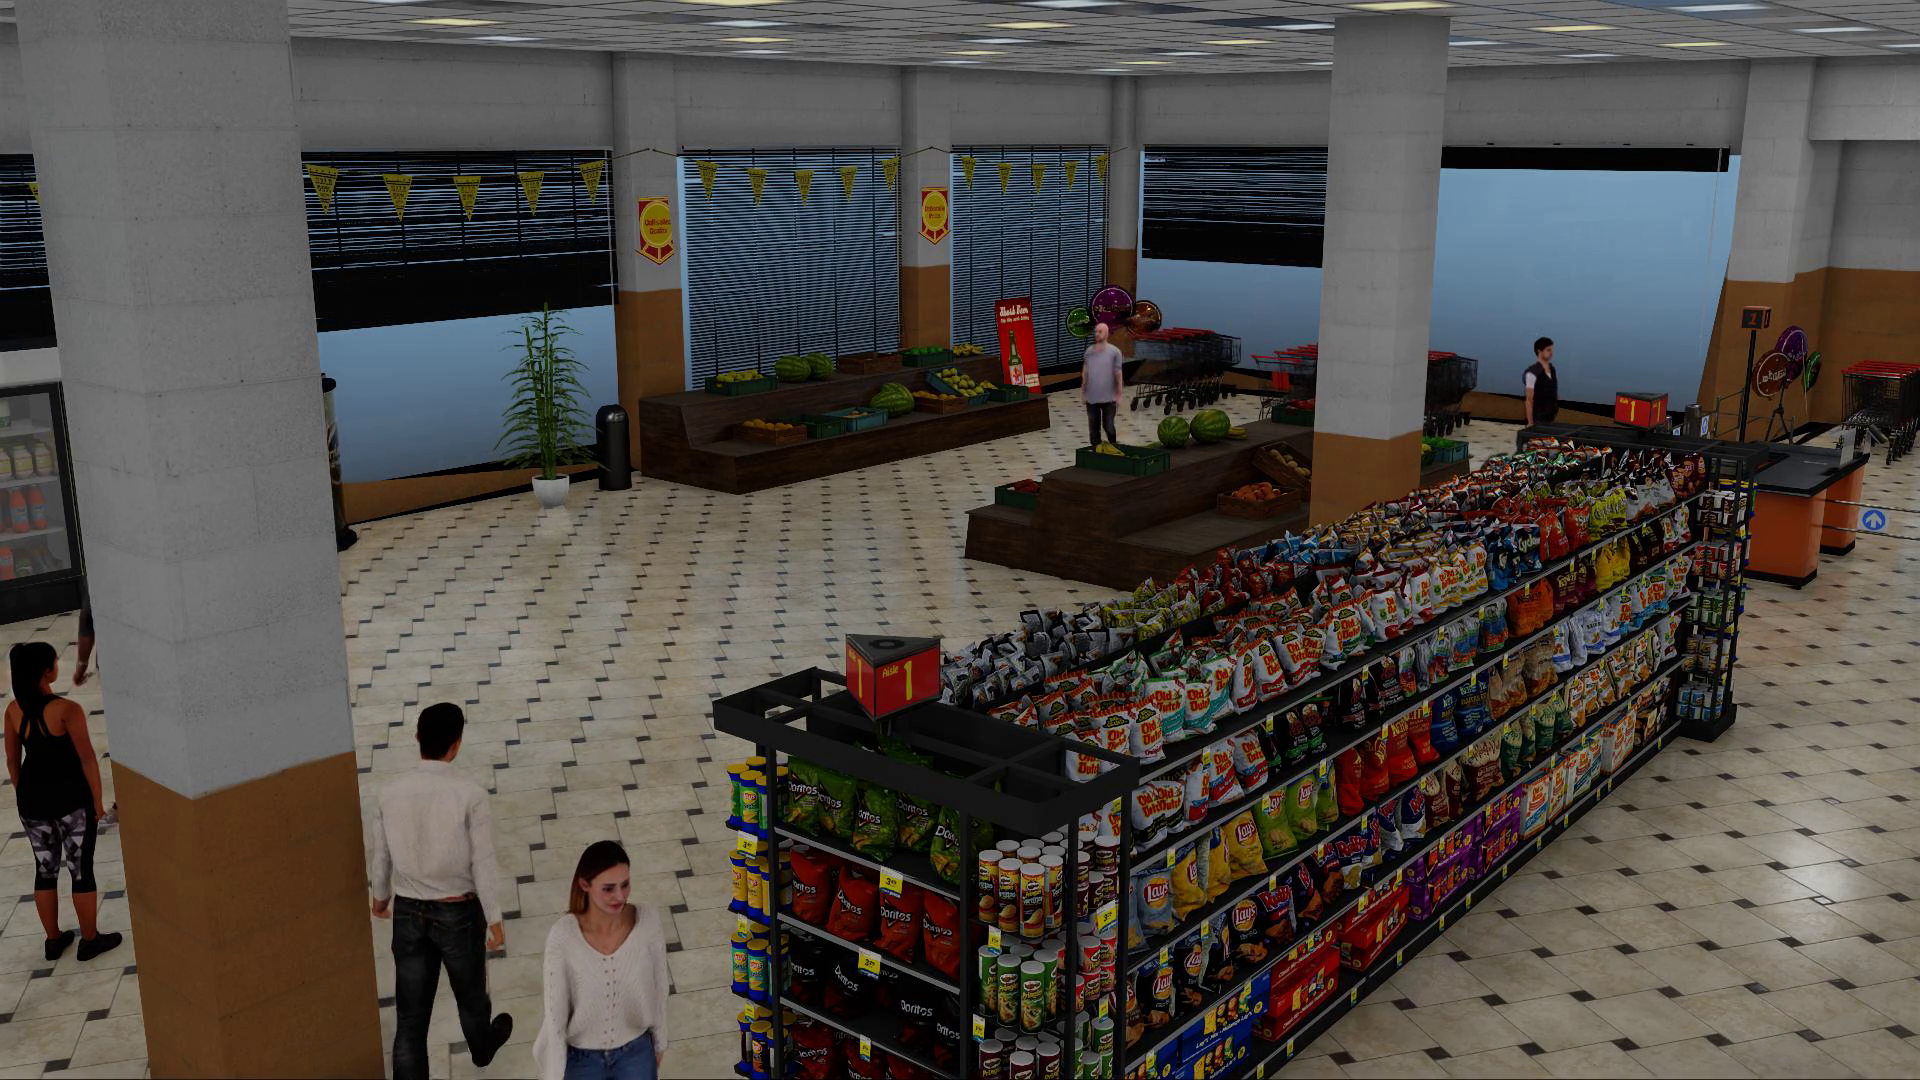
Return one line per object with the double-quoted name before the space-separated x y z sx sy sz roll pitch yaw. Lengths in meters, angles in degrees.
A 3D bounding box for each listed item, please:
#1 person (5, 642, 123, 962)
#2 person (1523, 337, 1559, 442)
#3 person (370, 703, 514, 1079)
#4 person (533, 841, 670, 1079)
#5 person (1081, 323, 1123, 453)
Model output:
"person" -4.510 1.287 8.289 0.660 1.663 0.684 1 14 5
"person" 6.538 -1.394 18.976 0.754 1.835 0.799 -11 17 -38
"person" -2.162 1.602 6.793 1.170 1.755 1.293 0 14 1
"person" -1.295 1.841 5.987 0.869 1.671 0.906 -4 14 -17
"person" 1.792 -1.771 20.551 0.754 1.826 0.768 7 15 27
